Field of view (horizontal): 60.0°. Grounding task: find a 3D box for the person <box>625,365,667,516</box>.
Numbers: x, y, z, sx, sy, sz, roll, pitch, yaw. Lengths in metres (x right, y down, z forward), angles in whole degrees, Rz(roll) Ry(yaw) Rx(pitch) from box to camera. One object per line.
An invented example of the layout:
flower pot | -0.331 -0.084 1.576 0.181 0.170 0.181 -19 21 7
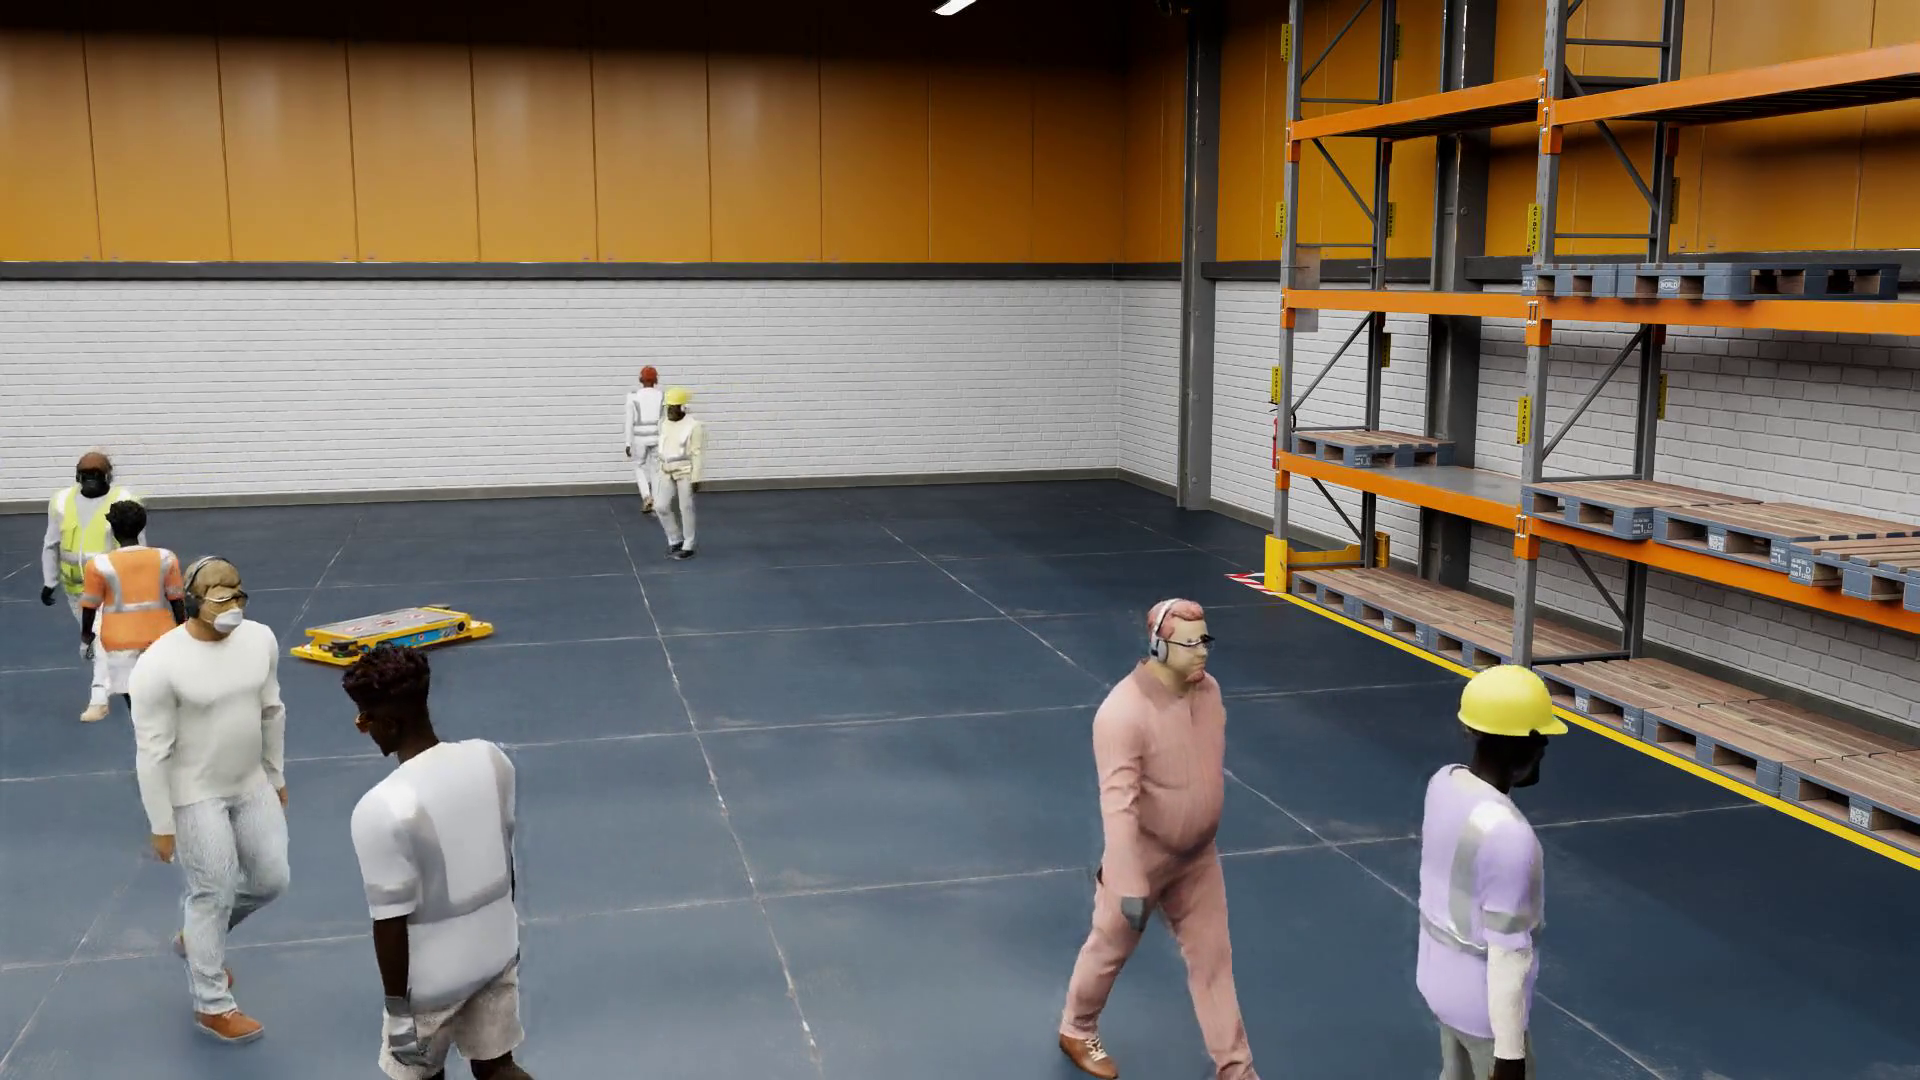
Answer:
person | -3.816 -1.215 20.439 0.599 1.866 0.417 -3 10 -20

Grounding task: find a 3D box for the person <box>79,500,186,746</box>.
person | -4.901 0.589 9.815 0.827 1.653 0.551 8 12 41

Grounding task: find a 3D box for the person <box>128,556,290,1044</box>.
person | -2.928 0.996 6.484 0.535 1.919 0.667 4 10 24

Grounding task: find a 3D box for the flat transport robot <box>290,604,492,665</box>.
flat transport robot | -4.499 0.739 13.218 0.652 0.197 1.431 6 11 33

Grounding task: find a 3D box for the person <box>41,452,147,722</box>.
person | -5.870 0.274 11.408 0.635 1.802 0.927 0 9 -1

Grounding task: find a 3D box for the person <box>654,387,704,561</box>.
person | -2.929 -0.680 17.246 0.615 1.813 0.478 5 11 31

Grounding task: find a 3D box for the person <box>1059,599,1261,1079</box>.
person | 0.734 1.118 5.948 0.667 1.853 1.014 -8 12 -40

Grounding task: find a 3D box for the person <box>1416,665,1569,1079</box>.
person | 1.431 1.282 4.758 0.728 1.906 0.588 0 9 -2

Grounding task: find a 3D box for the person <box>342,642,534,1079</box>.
person | -1.444 1.248 4.912 0.814 1.925 0.669 5 10 27
